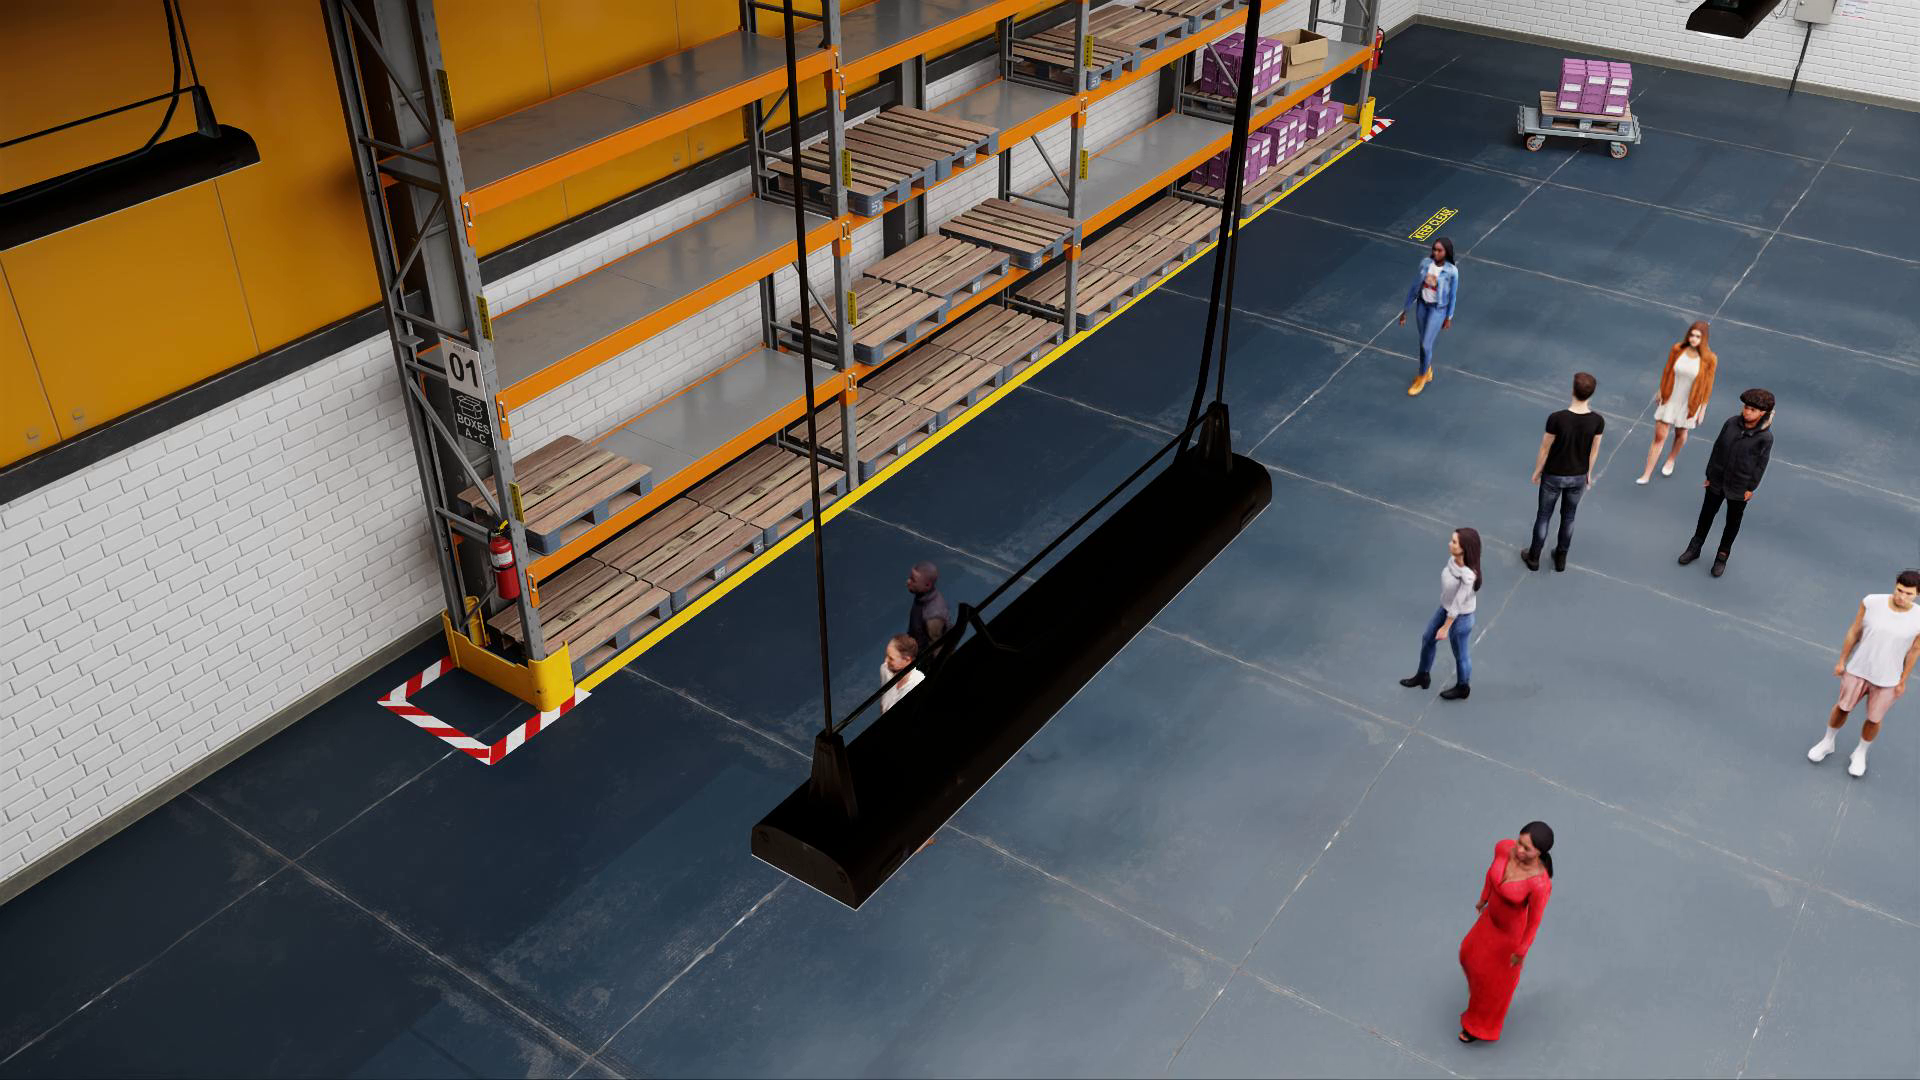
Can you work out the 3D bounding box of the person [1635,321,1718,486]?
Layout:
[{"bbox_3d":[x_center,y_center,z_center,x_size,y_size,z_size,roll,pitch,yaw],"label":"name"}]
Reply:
[{"bbox_3d":[6.910,-1.346,15.866,0.634,1.685,0.998,22,39,29],"label":"person"}]

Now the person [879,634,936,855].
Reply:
[{"bbox_3d":[-0.348,1.392,11.595,0.678,1.853,0.731,-22,40,-30],"label":"person"}]

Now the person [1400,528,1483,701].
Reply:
[{"bbox_3d":[3.965,0.603,13.002,0.879,1.611,0.840,-1,34,-1],"label":"person"}]

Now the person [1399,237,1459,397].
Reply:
[{"bbox_3d":[4.981,-2.392,17.432,0.841,1.695,0.711,-25,41,-33],"label":"person"}]

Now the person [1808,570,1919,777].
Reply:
[{"bbox_3d":[6.791,0.953,12.317,0.644,1.785,0.559,24,40,31],"label":"person"}]

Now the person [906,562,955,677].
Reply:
[{"bbox_3d":[-0.130,0.941,12.318,1.164,1.804,1.143,-4,34,-6],"label":"person"}]

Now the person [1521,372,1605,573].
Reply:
[{"bbox_3d":[5.286,-0.574,14.516,0.733,1.894,0.722,5,34,7],"label":"person"}]

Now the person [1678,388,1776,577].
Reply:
[{"bbox_3d":[6.766,-0.542,14.570,0.648,1.781,0.641,27,42,35],"label":"person"}]

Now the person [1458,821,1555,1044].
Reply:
[{"bbox_3d":[3.400,2.364,10.206,0.898,1.774,0.839,-13,36,-18],"label":"person"}]
